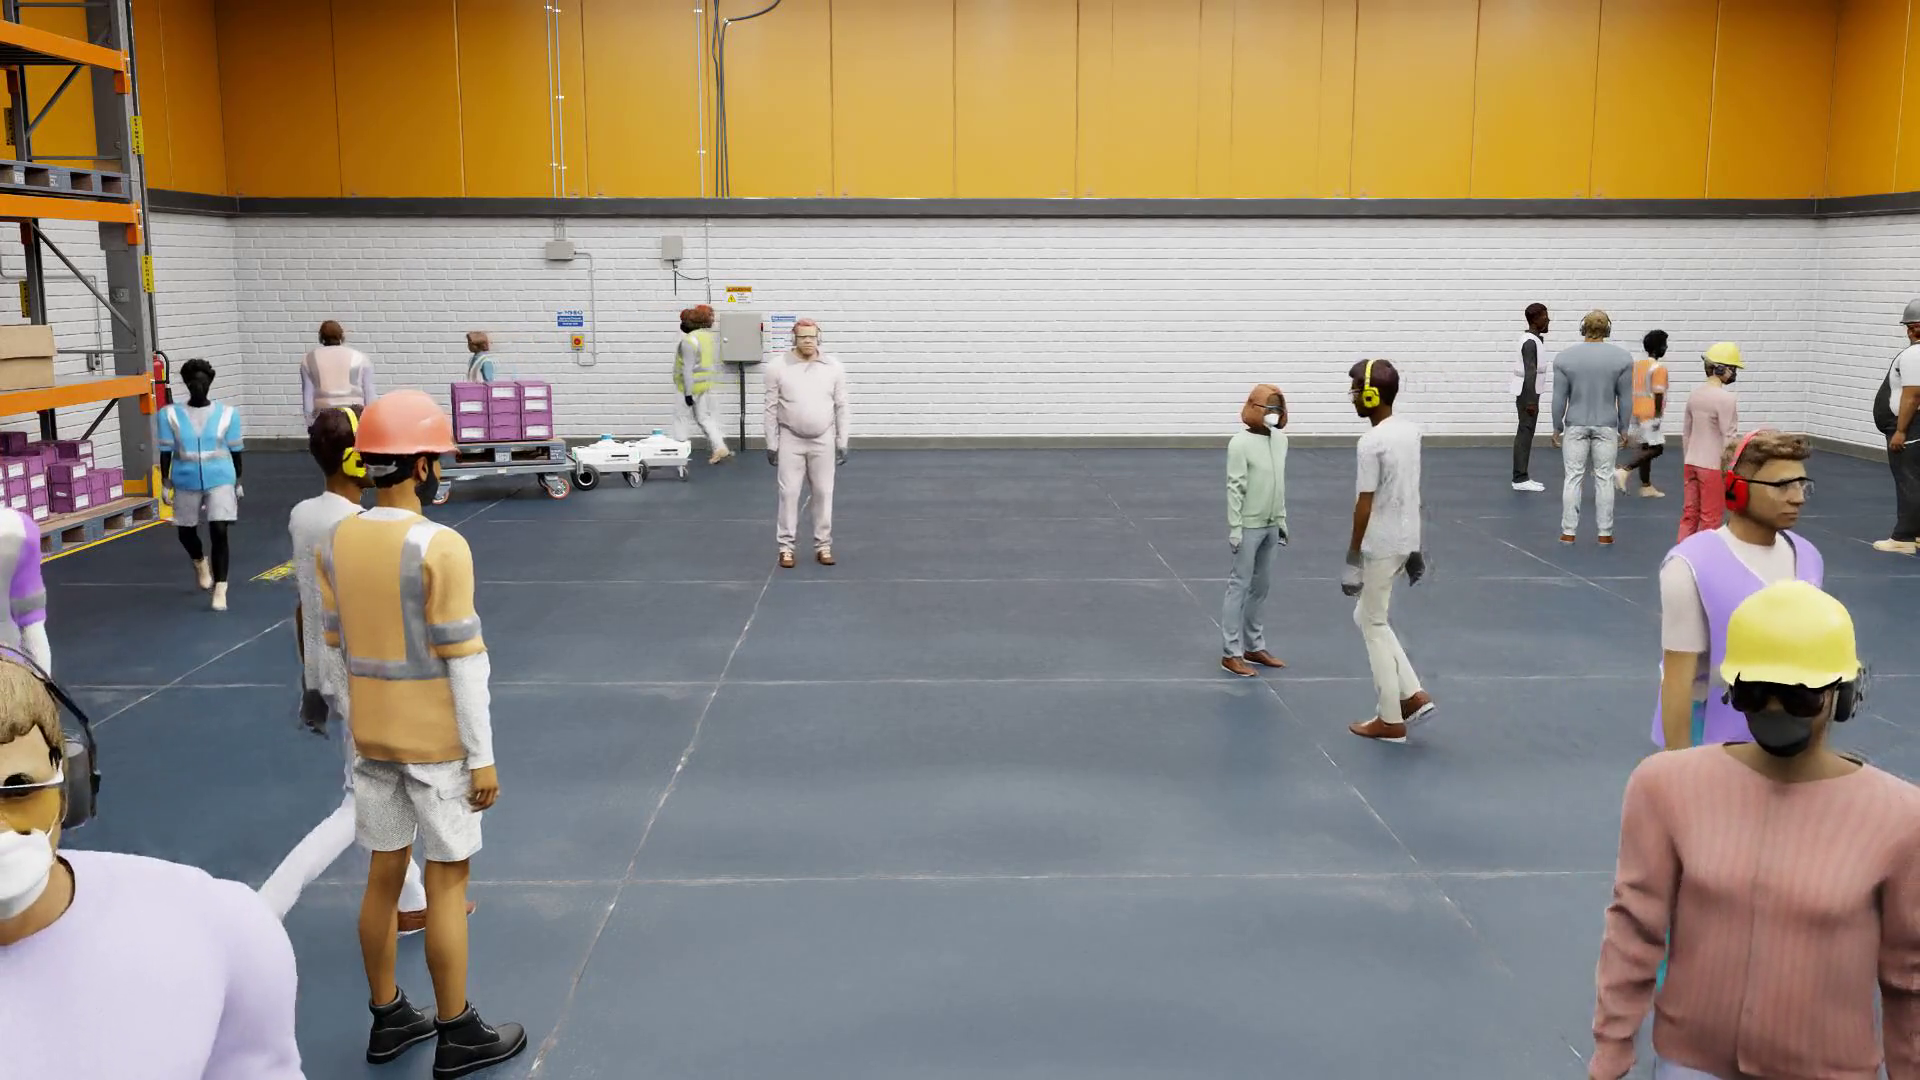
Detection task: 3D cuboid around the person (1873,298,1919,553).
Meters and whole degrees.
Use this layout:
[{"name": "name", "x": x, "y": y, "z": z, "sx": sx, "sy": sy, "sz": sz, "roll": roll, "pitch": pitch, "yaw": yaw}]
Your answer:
[{"name": "person", "x": 7.634, "y": -0.923, "z": 13.370, "sx": 0.686, "sy": 2.000, "sz": 0.535, "roll": -7, "pitch": 12, "yaw": -37}]

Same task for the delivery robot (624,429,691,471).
[{"name": "delivery robot", "x": -3.228, "y": -0.944, "z": 17.756, "sx": 0.707, "sy": 0.478, "sz": 0.477, "roll": -2, "pitch": 9, "yaw": -9}]

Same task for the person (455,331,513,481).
[{"name": "person", "x": -5.110, "y": -1.462, "z": 18.002, "sx": 0.779, "sy": 1.607, "sz": 0.513, "roll": -5, "pitch": 11, "yaw": -29}]

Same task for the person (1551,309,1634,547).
[{"name": "person", "x": 5.145, "y": -0.906, "z": 13.578, "sx": 0.627, "sy": 1.941, "sz": 0.370, "roll": 3, "pitch": 10, "yaw": 20}]

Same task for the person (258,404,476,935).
[{"name": "person", "x": -2.012, "y": 0.481, "z": 5.396, "sx": 0.524, "sy": 1.842, "sz": 0.856, "roll": 9, "pitch": 13, "yaw": 43}]

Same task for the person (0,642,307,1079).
[{"name": "person", "x": -1.050, "y": 1.023, "z": 1.909, "sx": 0.642, "sy": 1.895, "sz": 1.000, "roll": -8, "pitch": 12, "yaw": -41}]

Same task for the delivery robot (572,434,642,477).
[{"name": "delivery robot", "x": -3.654, "y": -0.858, "z": 17.227, "sx": 0.707, "sy": 0.478, "sz": 0.477, "roll": -2, "pitch": 9, "yaw": -15}]

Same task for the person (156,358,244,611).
[{"name": "person", "x": -5.088, "y": -0.392, "z": 11.195, "sx": 0.536, "sy": 1.678, "sz": 0.703, "roll": -3, "pitch": 10, "yaw": -19}]

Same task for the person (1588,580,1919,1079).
[{"name": "person", "x": 1.378, "y": 0.930, "z": 2.886, "sx": 0.536, "sy": 1.750, "sz": 0.398, "roll": 8, "pitch": 12, "yaw": 39}]

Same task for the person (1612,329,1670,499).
[{"name": "person", "x": 6.679, "y": -1.222, "z": 16.290, "sx": 0.545, "sy": 1.683, "sz": 0.532, "roll": -1, "pitch": 9, "yaw": -5}]

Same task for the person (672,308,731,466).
[{"name": "person", "x": -3.056, "y": -1.750, "z": 19.129, "sx": 0.790, "sy": 1.820, "sz": 0.643, "roll": 3, "pitch": 10, "yaw": 17}]

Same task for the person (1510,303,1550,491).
[{"name": "person", "x": 5.857, "y": -1.472, "z": 17.107, "sx": 0.390, "sy": 1.922, "sz": 0.591, "roll": 3, "pitch": 10, "yaw": 17}]

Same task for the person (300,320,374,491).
[{"name": "person", "x": -5.718, "y": -1.120, "z": 15.309, "sx": 0.612, "sy": 1.812, "sz": 0.914, "roll": -3, "pitch": 10, "yaw": -17}]

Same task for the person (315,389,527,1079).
[{"name": "person", "x": -1.519, "y": 0.546, "z": 4.677, "sx": 0.544, "sy": 1.938, "sz": 0.355, "roll": 5, "pitch": 10, "yaw": 26}]

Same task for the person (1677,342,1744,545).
[{"name": "person", "x": 5.224, "y": -0.487, "z": 11.560, "sx": 0.328, "sy": 1.762, "sz": 0.523, "roll": -1, "pitch": 9, "yaw": -9}]

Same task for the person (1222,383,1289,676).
[{"name": "person", "x": 1.679, "y": -0.063, "z": 9.346, "sx": 0.504, "sy": 1.631, "sz": 0.280, "roll": -9, "pitch": 13, "yaw": -43}]

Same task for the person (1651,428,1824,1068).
[{"name": "person", "x": 2.129, "y": 0.605, "z": 4.599, "sx": 0.568, "sy": 1.845, "sz": 0.389, "roll": -5, "pitch": 11, "yaw": -29}]

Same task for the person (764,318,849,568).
[{"name": "person", "x": -1.165, "y": -0.744, "z": 12.724, "sx": 0.649, "sy": 1.900, "sz": 0.408, "roll": -2, "pitch": 10, "yaw": -15}]

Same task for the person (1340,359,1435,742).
[{"name": "person", "x": 1.993, "y": 0.064, "z": 7.913, "sx": 0.395, "sy": 1.843, "sz": 0.545, "roll": 8, "pitch": 12, "yaw": 39}]

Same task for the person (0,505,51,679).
[{"name": "person", "x": -2.954, "y": 0.519, "z": 4.889, "sx": 0.556, "sy": 1.921, "sz": 0.564, "roll": -8, "pitch": 12, "yaw": -41}]

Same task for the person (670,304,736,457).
[{"name": "person", "x": -3.147, "y": -1.872, "z": 19.804, "sx": 0.880, "sy": 1.862, "sz": 0.621, "roll": -7, "pitch": 12, "yaw": -36}]
